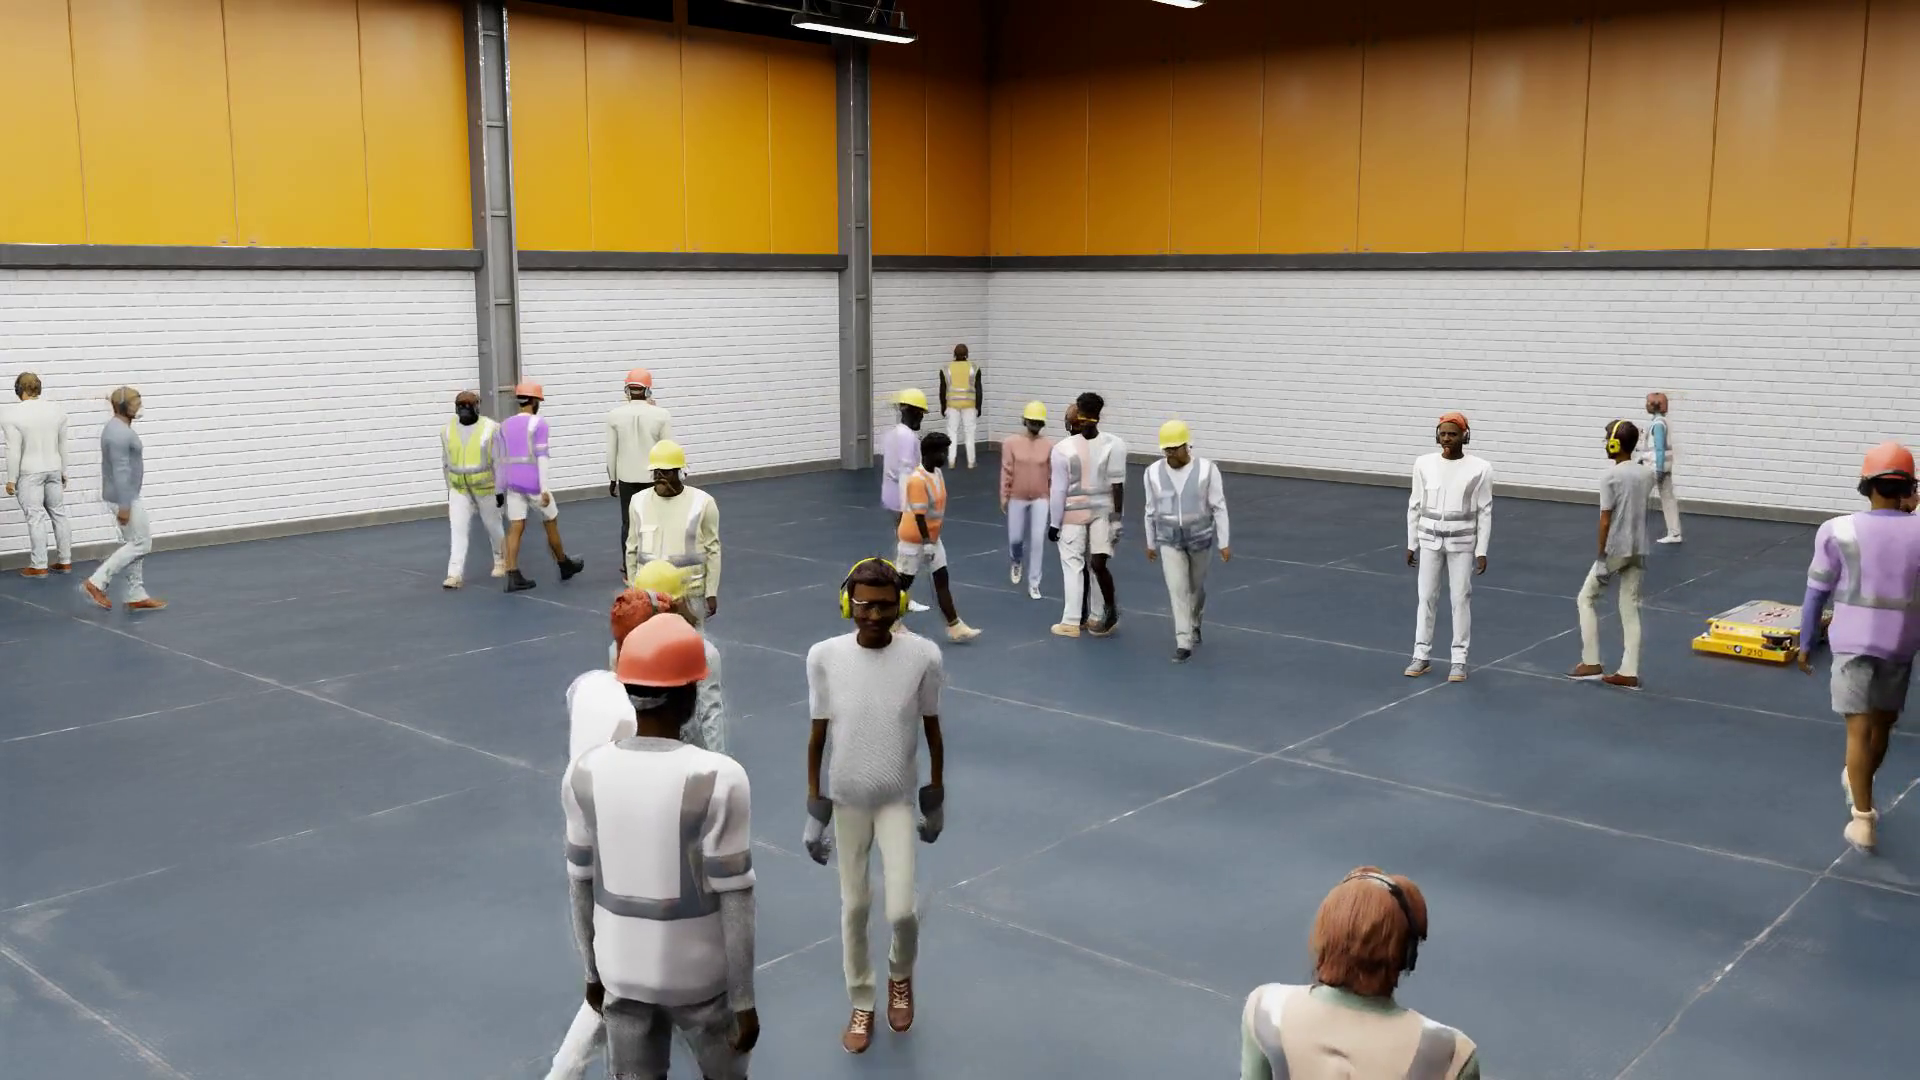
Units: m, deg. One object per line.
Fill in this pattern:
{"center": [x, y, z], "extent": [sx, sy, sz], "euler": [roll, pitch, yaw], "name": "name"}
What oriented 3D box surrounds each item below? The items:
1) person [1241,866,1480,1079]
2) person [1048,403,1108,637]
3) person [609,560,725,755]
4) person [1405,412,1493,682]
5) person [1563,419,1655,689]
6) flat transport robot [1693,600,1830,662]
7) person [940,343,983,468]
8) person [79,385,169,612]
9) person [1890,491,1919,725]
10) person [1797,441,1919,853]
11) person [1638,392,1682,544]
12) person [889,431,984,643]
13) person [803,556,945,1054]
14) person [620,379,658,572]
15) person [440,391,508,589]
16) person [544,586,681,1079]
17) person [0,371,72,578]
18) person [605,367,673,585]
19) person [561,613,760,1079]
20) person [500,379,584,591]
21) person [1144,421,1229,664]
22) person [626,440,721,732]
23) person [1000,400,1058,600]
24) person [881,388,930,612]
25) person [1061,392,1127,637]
{"center": [0.780, 1.489, 3.419], "extent": [0.527, 1.628, 0.418], "euler": [5, 10, 29], "name": "person"}
{"center": [0.939, -0.159, 13.093], "extent": [0.624, 1.841, 0.430], "euler": [-6, 11, -34], "name": "person"}
{"center": [-1.185, 0.899, 6.881], "extent": [0.494, 1.705, 0.875], "euler": [1, 9, 9], "name": "person"}
{"center": [3.413, 0.048, 11.652], "extent": [0.574, 1.883, 0.355], "euler": [5, 10, 30], "name": "person"}
{"center": [4.514, 0.090, 11.519], "extent": [0.512, 1.849, 0.644], "euler": [-4, 10, -21], "name": "person"}
{"center": [6.208, 0.679, 12.734], "extent": [0.652, 0.197, 1.431], "euler": [8, 12, 42], "name": "flat transport robot"}
{"center": [0.022, -1.965, 24.417], "extent": [0.632, 1.841, 0.429], "euler": [1, 9, 5], "name": "person"}
{"center": [-7.003, -0.323, 13.851], "extent": [0.547, 1.923, 0.637], "euler": [-5, 10, -27], "name": "person"}
{"center": [5.837, 0.403, 10.315], "extent": [0.601, 1.596, 0.363], "euler": [5, 10, 29], "name": "person"}
{"center": [4.592, 0.499, 8.439], "extent": [0.635, 2.000, 0.983], "euler": [2, 9, 14], "name": "person"}
{"center": [7.269, -0.759, 17.604], "extent": [0.848, 1.598, 0.514], "euler": [5, 11, 31], "name": "person"}
{"center": [-0.215, -0.006, 12.706], "extent": [0.832, 1.636, 0.539], "euler": [4, 10, 23], "name": "person"}
{"center": [-0.312, 0.962, 6.033], "extent": [0.496, 1.854, 0.418], "euler": [1, 9, 5], "name": "person"}
{"center": [-2.998, -0.599, 15.659], "extent": [0.407, 1.902, 0.639], "euler": [-5, 11, -31], "name": "person"}
{"center": [-4.453, -0.482, 15.301], "extent": [0.640, 1.793, 0.993], "euler": [1, 9, 4], "name": "person"}
{"center": [-1.089, 1.070, 5.279], "extent": [0.489, 1.867, 0.605], "euler": [-7, 12, -39], "name": "person"}
{"center": [-8.660, -0.610, 15.608], "extent": [0.377, 1.940, 0.629], "euler": [4, 10, 26], "name": "person"}
{"center": [-2.922, -0.579, 15.240], "extent": [0.613, 1.994, 0.395], "euler": [0, 9, -2], "name": "person"}
{"center": [-0.802, 1.161, 4.534], "extent": [0.570, 1.925, 0.451], "euler": [3, 9, 16], "name": "person"}
{"center": [-3.857, -0.512, 15.159], "extent": [0.565, 1.882, 0.978], "euler": [4, 10, 25], "name": "person"}
{"center": [1.698, -0.022, 12.456], "extent": [0.649, 1.780, 0.877], "euler": [2, 9, 14], "name": "person"}
{"center": [-1.782, 0.289, 10.292], "extent": [0.595, 1.831, 0.403], "euler": [1, 9, 9], "name": "person"}
{"center": [0.616, -0.378, 14.721], "extent": [0.529, 1.749, 0.580], "euler": [0, 9, -1], "name": "person"}
{"center": [-0.459, -0.319, 13.934], "extent": [0.480, 1.887, 0.647], "euler": [-2, 9, -13], "name": "person"}
{"center": [1.026, -0.202, 13.028], "extent": [0.667, 1.941, 0.441], "euler": [7, 12, 38], "name": "person"}
